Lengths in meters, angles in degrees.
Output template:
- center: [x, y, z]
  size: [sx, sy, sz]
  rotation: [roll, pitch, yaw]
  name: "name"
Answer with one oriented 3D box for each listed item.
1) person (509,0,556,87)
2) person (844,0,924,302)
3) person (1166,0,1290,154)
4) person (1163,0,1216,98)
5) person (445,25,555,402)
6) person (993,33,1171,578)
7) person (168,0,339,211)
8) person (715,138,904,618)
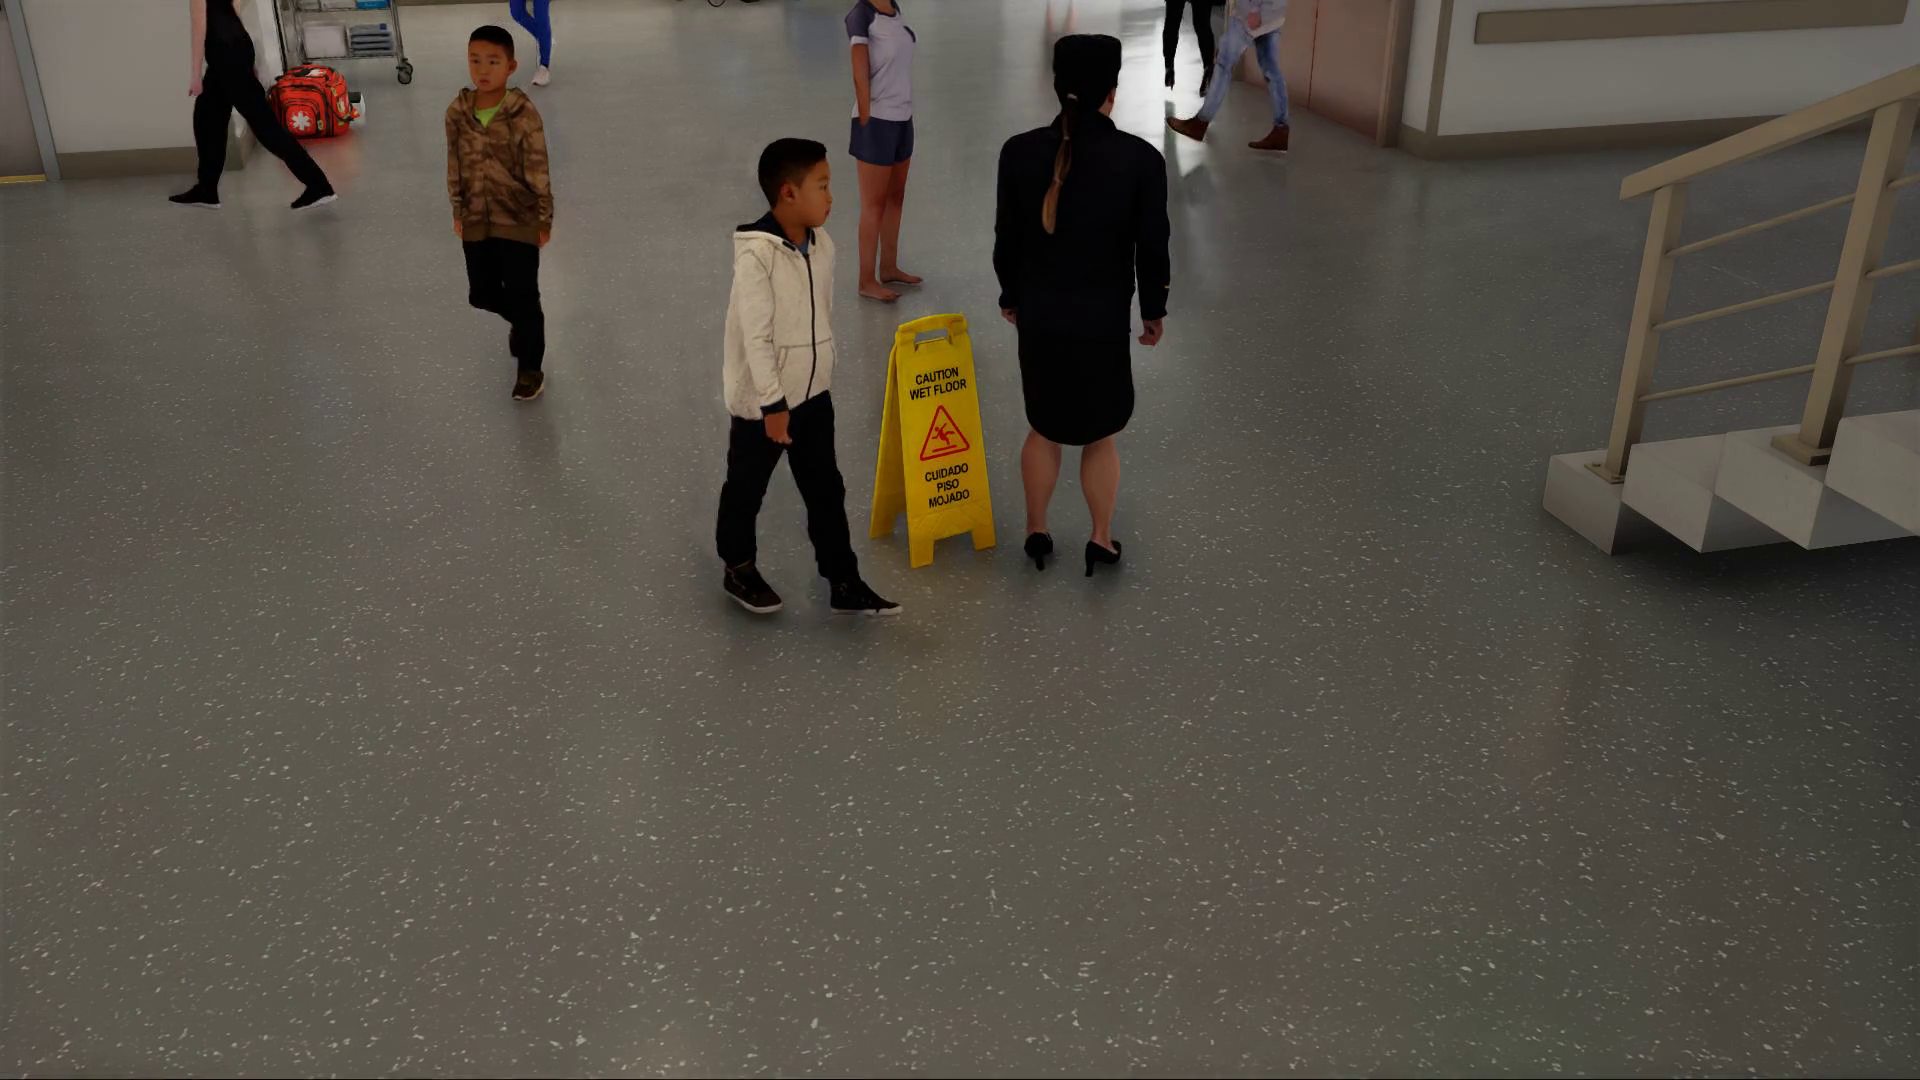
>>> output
- center: [-3.241, -4.381, 12.651]
  size: [0.840, 1.757, 0.939]
  rotation: [1, 26, 3]
  name: "person"
- center: [-0.365, -1.963, 7.781]
  size: [0.720, 1.632, 0.642]
  rotation: [11, 28, 22]
  name: "person"
- center: [1.944, -3.312, 10.378]
  size: [1.166, 1.806, 1.079]
  rotation: [16, 30, 30]
  name: "person"
- center: [1.707, -3.994, 11.948]
  size: [0.616, 1.669, 1.120]
  rotation: [-6, 26, -11]
  name: "person"
- center: [-1.808, -1.305, 6.634]
  size: [0.749, 1.442, 0.886]
  rotation: [3, 26, 6]
  name: "person"
- center: [0.337, -0.669, 5.050]
  size: [0.803, 1.673, 0.813]
  rotation: [8, 27, 16]
  name: "person"
- center: [-3.837, -2.571, 8.967]
  size: [0.797, 1.697, 1.136]
  rotation: [-2, 26, -5]
  name: "person"
- center: [-0.585, -0.444, 4.873]
  size: [0.963, 1.422, 0.870]
  rotation: [21, 33, 36]
  name: "person"
